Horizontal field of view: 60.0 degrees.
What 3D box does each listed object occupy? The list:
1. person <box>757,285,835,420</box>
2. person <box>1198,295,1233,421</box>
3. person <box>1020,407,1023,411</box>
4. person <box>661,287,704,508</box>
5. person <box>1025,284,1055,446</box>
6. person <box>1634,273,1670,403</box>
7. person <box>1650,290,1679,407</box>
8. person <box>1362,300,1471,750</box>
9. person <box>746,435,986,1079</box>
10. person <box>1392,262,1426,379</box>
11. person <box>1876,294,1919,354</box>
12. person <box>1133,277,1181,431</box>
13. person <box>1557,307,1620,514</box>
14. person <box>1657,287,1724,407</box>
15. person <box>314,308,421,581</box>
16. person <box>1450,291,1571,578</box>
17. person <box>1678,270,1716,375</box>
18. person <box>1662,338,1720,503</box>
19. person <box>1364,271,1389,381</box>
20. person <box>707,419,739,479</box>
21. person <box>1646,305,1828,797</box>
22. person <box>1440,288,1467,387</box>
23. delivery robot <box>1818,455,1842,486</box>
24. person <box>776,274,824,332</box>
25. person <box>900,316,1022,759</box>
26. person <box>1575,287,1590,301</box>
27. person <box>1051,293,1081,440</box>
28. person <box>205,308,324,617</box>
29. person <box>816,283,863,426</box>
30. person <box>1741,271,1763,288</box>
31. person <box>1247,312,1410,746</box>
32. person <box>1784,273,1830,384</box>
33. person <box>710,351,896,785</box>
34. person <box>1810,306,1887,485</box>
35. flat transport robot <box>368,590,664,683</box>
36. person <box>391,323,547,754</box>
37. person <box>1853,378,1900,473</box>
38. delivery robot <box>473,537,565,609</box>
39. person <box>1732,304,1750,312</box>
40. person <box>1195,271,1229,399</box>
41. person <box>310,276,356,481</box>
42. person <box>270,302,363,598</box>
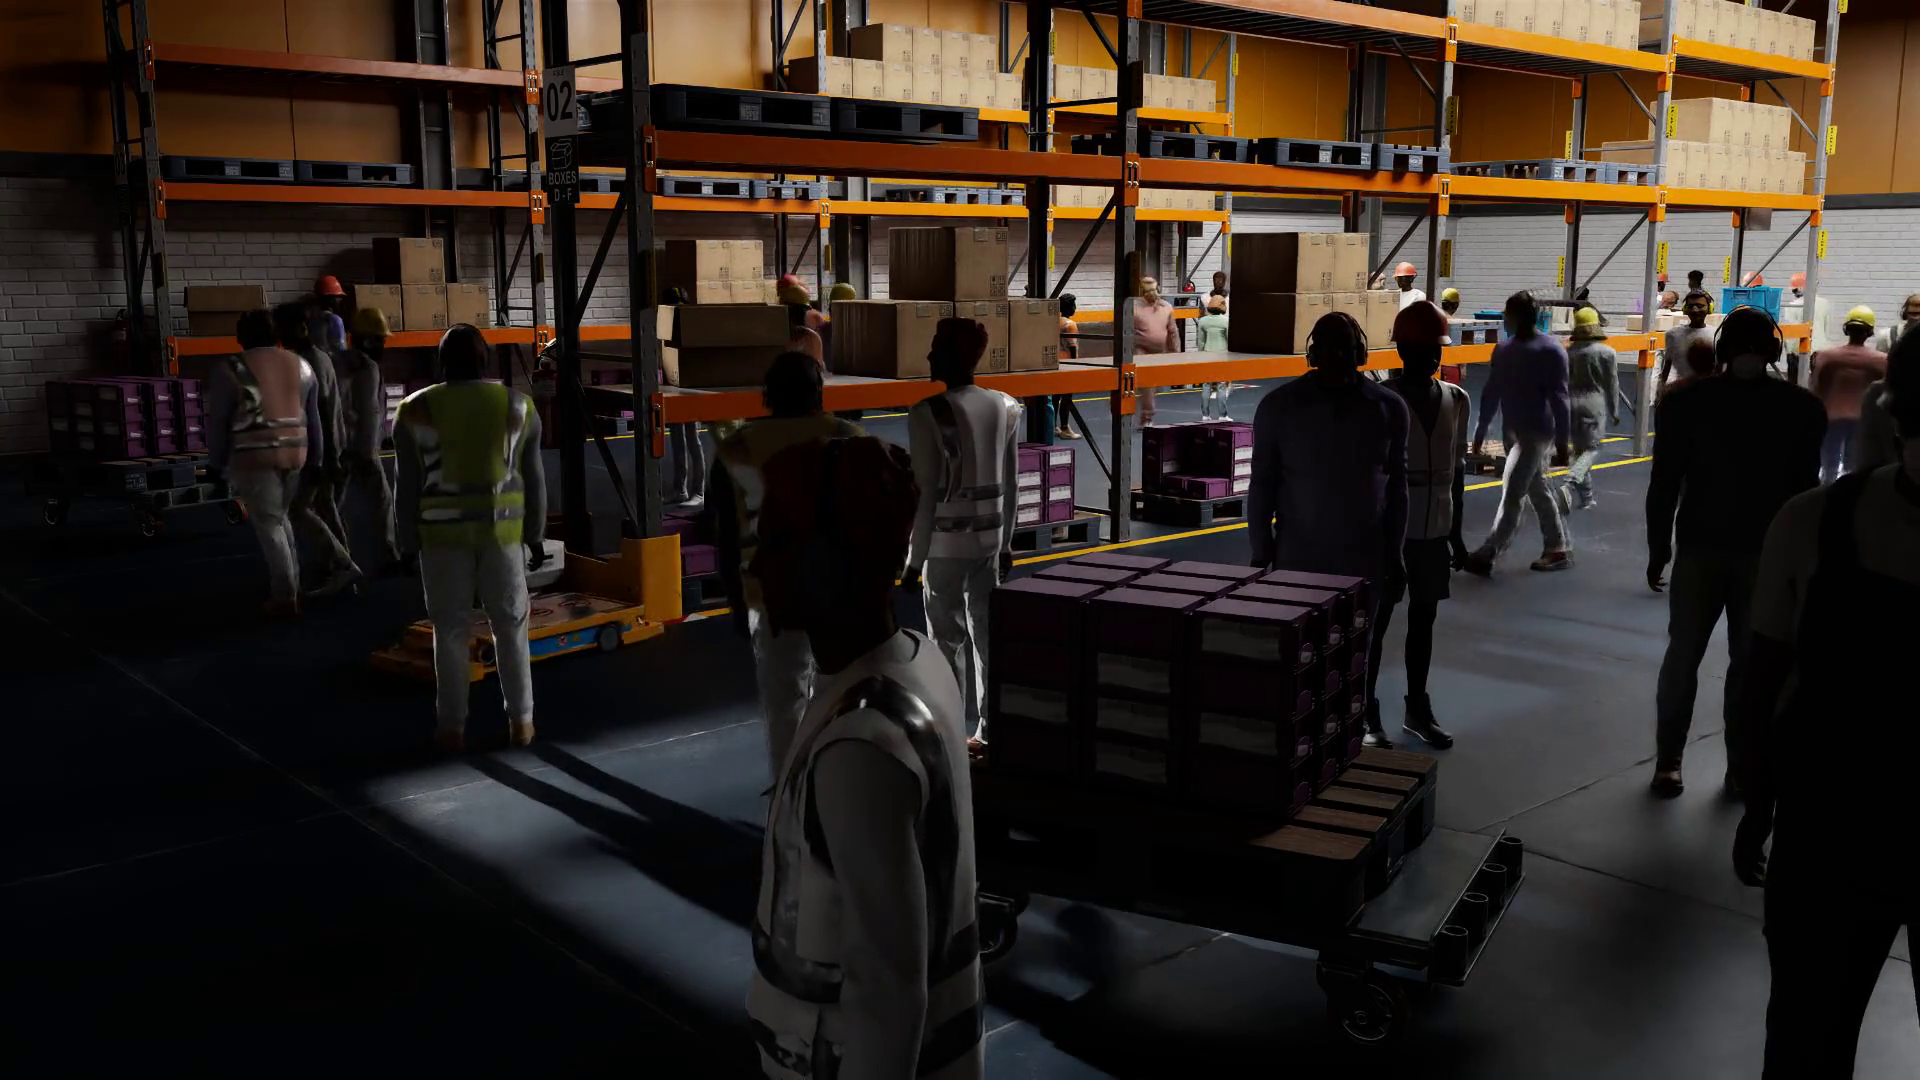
[{"bbox_3d":[-1.260,-1.023,12.934,0.635,1.893,0.682,8,12,38],"label":"person"},{"bbox_3d":[3.285,-2.321,21.315,0.499,1.634,0.279,6,12,33],"label":"person"},{"bbox_3d":[0.403,-2.392,21.273,0.913,1.781,0.608,-3,10,-15],"label":"person"},{"bbox_3d":[-2.365,-1.206,14.117,0.514,1.865,0.327,9,13,43],"label":"person"},{"bbox_3d":[0.813,-1.737,17.273,0.388,1.847,0.563,7,12,35],"label":"person"},{"bbox_3d":[9.955,-2.905,23.846,0.355,1.936,0.551,-5,11,-28],"label":"person"},{"bbox_3d":[9.907,-2.666,23.310,0.306,1.642,0.523,-5,11,-28],"label":"person"},{"bbox_3d":[1.944,-0.053,7.154,0.547,1.938,0.359,-3,10,-15],"label":"person"},{"bbox_3d":[-0.132,0.785,2.401,0.338,1.882,0.582,0,10,2],"label":"person"},{"bbox_3d":[5.838,-2.630,21.930,0.376,2.041,0.615,-7,12,-35],"label":"person"},{"bbox_3d":[7.975,-1.160,14.006,0.563,1.803,0.847,3,10,19],"label":"person"},{"bbox_3d":[2.329,-2.188,19.867,0.660,1.858,0.845,-4,11,-25],"label":"person"},{"bbox_3d":[5.163,-1.078,13.809,0.783,1.711,0.488,-9,13,-43],"label":"person"},{"bbox_3d":[5.982,-1.125,13.620,0.519,1.874,0.327,5,11,27],"label":"person"},{"bbox_3d":[-3.952,-0.615,10.917,0.595,1.787,0.641,9,13,41],"label":"person"},{"bbox_3d":[3.729,-0.698,11.055,1.005,1.889,0.651,-3,10,-18],"label":"person"},{"bbox_3d":[11.396,-3.206,25.691,0.917,1.923,0.656,-6,12,-33],"label":"person"},{"bbox_3d":[4.823,-0.496,10.739,0.870,1.589,0.539,-9,13,-41],"label":"person"},{"bbox_3d":[5.888,-2.851,23.619,0.411,1.911,0.643,-6,11,-30],"label":"person"},{"bbox_3d":[-2.218,-1.325,15.546,0.519,1.616,0.511,-1,10,-4],"label":"person"},{"bbox_3d":[3.024,0.051,6.537,0.635,1.937,0.352,2,10,13],"label":"person"},{"bbox_3d":[5.468,-1.940,18.692,0.307,1.772,0.523,-8,12,-38],"label":"person"},{"bbox_3d":[6.911,-0.438,13.172,0.707,0.478,0.477,-5,11,-25],"label":"delivery robot"},{"bbox_3d":[-1.618,-1.658,16.517,0.620,1.953,0.820,-1,10,-3],"label":"person"},{"bbox_3d":[0.001,0.034,6.796,0.584,1.883,0.344,-9,13,-42],"label":"person"},{"bbox_3d":[8.754,-2.736,23.564,0.535,1.697,0.318,9,13,43],"label":"person"},{"bbox_3d":[1.214,-2.015,19.339,0.319,1.695,0.538,-4,11,-24],"label":"person"},{"bbox_3d":[-4.138,-0.455,9.853,0.574,1.817,0.620,6,11,32],"label":"person"},{"bbox_3d":[-1.066,-1.248,14.254,0.795,1.903,0.599,-7,12,-35],"label":"person"},{"bbox_3d":[10.017,-2.433,21.119,0.387,1.931,0.544,-8,13,-41],"label":"person"},{"bbox_3d":[1.484,0.041,6.691,0.651,1.906,0.401,0,10,2],"label":"person"},{"bbox_3d":[10.756,-2.428,21.133,0.639,1.920,1.079,1,10,4],"label":"person"},{"bbox_3d":[-0.580,0.199,6.170,0.650,1.781,0.977,-1,10,-7],"label":"person"},{"bbox_3d":[6.802,-0.906,12.700,0.555,1.734,0.762,7,12,36],"label":"person"},{"bbox_3d":[-2.323,0.494,8.822,0.652,0.197,1.431,7,12,36],"label":"flat transport robot"},{"bbox_3d":[-2.098,-0.006,7.155,0.633,1.841,0.429,-4,11,-24],"label":"person"},{"bbox_3d":[4.088,-0.024,7.019,0.641,1.927,0.650,8,13,39],"label":"person"},{"bbox_3d":[-2.670,0.139,9.796,0.477,0.478,0.707,6,12,33],"label":"delivery robot"},{"bbox_3d":[8.103,-1.625,17.275,0.285,1.629,0.498,1,10,8],"label":"person"},{"bbox_3d":[3.808,-3.027,24.690,0.590,1.900,0.521,5,11,25],"label":"person"},{"bbox_3d":[-5.931,-1.516,15.711,0.542,1.939,0.369,7,12,36],"label":"person"},{"bbox_3d":[-3.974,-0.538,10.265,0.433,1.842,0.547,-4,11,-24],"label":"person"}]
